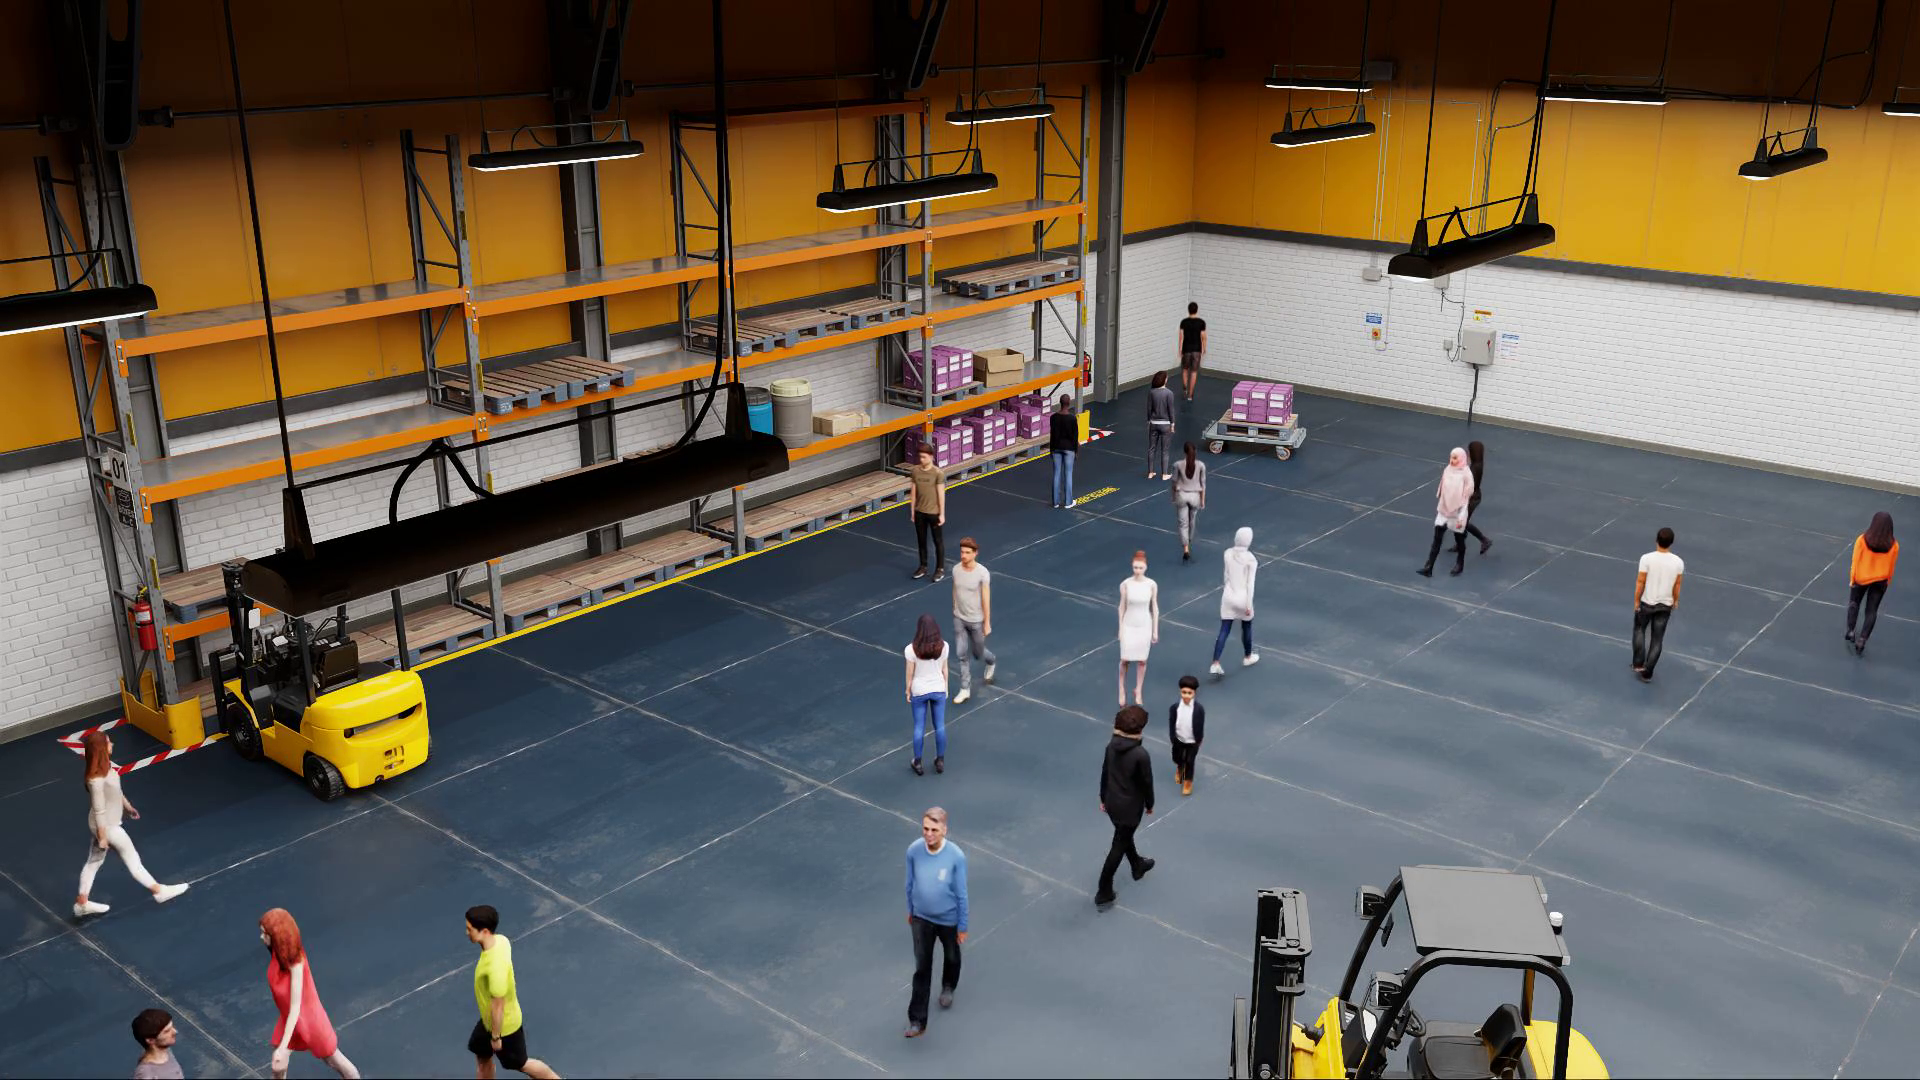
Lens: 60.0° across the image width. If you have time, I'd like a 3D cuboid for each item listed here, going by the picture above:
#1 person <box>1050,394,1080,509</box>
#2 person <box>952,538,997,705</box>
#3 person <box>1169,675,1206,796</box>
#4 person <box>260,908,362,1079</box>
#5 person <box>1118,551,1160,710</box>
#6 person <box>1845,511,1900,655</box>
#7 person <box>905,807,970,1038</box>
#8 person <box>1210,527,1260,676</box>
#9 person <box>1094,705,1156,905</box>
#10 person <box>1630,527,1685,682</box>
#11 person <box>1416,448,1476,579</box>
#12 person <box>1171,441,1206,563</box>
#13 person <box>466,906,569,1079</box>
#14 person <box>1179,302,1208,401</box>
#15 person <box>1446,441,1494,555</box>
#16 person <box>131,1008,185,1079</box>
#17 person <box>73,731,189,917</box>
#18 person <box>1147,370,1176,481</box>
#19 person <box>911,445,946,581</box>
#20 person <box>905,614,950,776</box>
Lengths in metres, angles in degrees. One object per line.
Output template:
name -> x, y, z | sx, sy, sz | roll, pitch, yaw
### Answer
person -> 1.563, -1.354, 25.168 | 0.669, 1.748, 0.655 | 6, 20, 18
person -> 0.153, 0.850, 18.422 | 0.788, 1.875, 1.102 | 10, 21, 27
person -> 2.241, 1.888, 16.372 | 0.622, 1.217, 0.702 | 5, 19, 15
person -> -4.369, 3.292, 11.337 | 1.175, 1.770, 0.697 | -16, 25, -40
person -> 1.950, 0.974, 18.188 | 0.682, 1.791, 0.728 | 0, 19, 1
person -> 10.749, 0.528, 19.611 | 0.765, 1.727, 0.879 | 7, 20, 20
person -> -0.139, 2.832, 12.707 | 0.992, 1.768, 1.245 | 5, 19, 14
person -> 3.105, 0.734, 18.979 | 0.643, 1.740, 1.114 | 15, 24, 38
person -> 1.376, 2.316, 14.295 | 0.690, 1.732, 1.134 | 17, 25, 41
person -> 7.890, 0.755, 18.842 | 0.794, 1.787, 0.844 | 4, 19, 12
person -> 6.634, -0.345, 22.153 | 1.181, 1.759, 0.784 | -15, 24, -38
person -> 3.113, -0.484, 22.792 | 1.058, 1.614, 1.182 | 0, 19, 1
person -> -3.091, 3.281, 11.522 | 1.182, 1.673, 0.950 | -8, 20, -22
person -> 4.401, -3.565, 31.609 | 0.978, 1.827, 1.203 | 5, 19, 13
person -> 7.120, -0.545, 22.959 | 0.823, 1.624, 0.878 | 6, 19, 17
person -> -4.899, 3.689, 10.104 | 1.262, 1.804, 1.094 | -6, 19, -16
person -> -7.298, 2.436, 14.042 | 1.193, 1.665, 0.860 | -10, 21, -28
person -> 3.207, -1.848, 26.601 | 0.651, 1.768, 0.578 | 10, 21, 28
person -> -0.400, -0.381, 22.121 | 0.708, 1.848, 0.646 | 9, 21, 25
person -> -0.311, 1.550, 16.646 | 0.662, 1.683, 0.732 | -3, 19, -8
